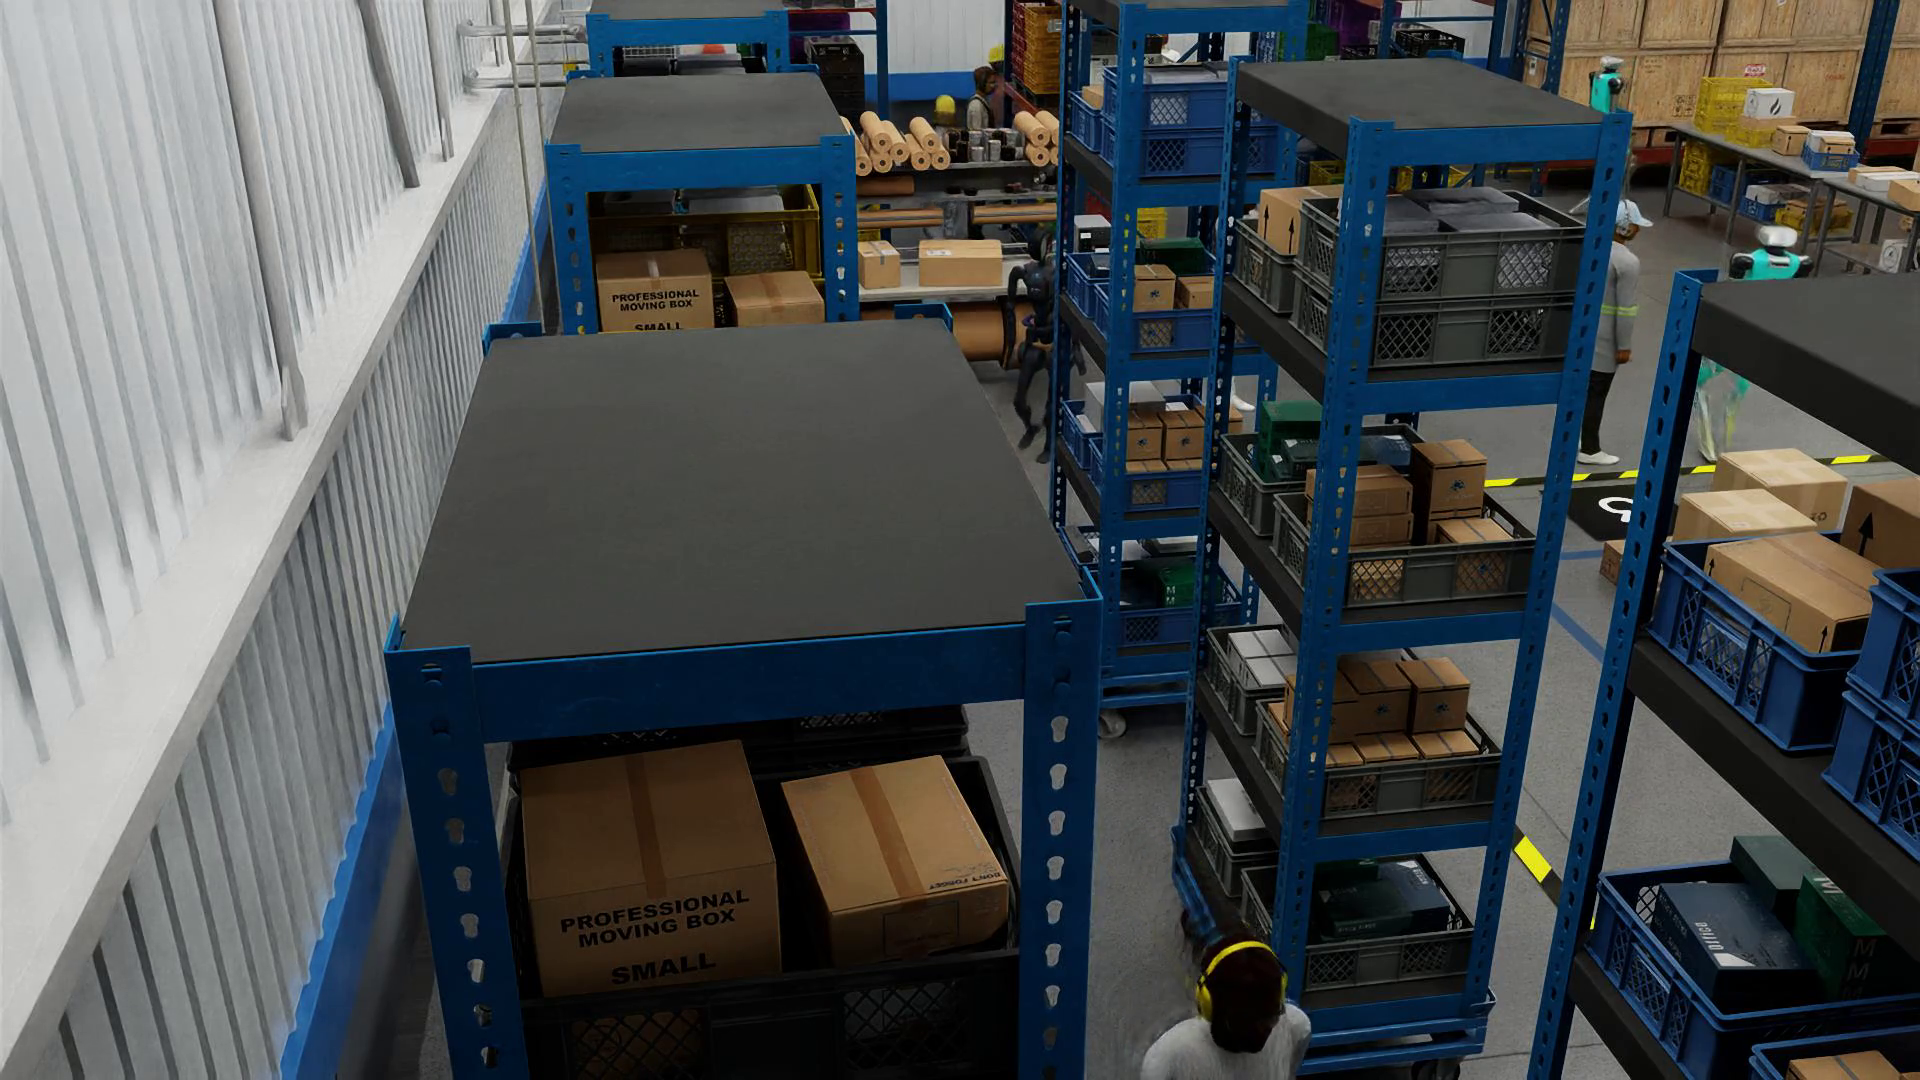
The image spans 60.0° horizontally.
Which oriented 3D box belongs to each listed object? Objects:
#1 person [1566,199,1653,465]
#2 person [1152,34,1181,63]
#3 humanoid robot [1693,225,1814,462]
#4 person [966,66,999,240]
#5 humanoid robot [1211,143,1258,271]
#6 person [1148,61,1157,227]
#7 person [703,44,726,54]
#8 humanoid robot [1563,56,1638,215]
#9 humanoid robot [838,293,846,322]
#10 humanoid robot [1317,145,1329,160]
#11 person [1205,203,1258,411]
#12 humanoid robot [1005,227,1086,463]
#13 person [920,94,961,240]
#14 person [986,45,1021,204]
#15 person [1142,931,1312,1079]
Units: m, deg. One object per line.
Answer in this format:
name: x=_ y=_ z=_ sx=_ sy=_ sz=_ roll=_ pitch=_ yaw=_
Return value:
person: x=4.462 y=-1.437 z=11.531 sx=0.396 sy=1.849 sz=0.587 roll=-7 pitch=26 yaw=-15
person: x=2.309 y=-5.034 z=19.353 sx=0.562 sy=1.845 sz=0.389 roll=-16 pitch=29 yaw=-32
humanoid robot: x=5.360 y=-1.302 z=11.505 sx=0.543 sy=1.878 sz=0.758 roll=1 pitch=25 yaw=2
person: x=0.231 y=-3.820 z=16.724 sx=0.368 sy=1.838 sz=0.523 roll=1 pitch=25 yaw=3
humanoid robot: x=2.574 y=-3.332 z=15.942 sx=0.590 sy=1.645 sz=0.779 roll=3 pitch=25 yaw=7
person: x=1.949 y=-4.098 z=17.346 sx=0.653 sy=1.830 sz=0.438 roll=-11 pitch=27 yaw=-23
person: x=-2.498 y=-4.187 z=17.314 sx=0.611 sy=2.025 sz=0.439 roll=-3 pitch=25 yaw=-6
humanoid robot: x=7.174 y=-4.352 z=18.063 sx=1.025 sy=1.768 sz=0.535 roll=-4 pitch=25 yaw=-9
humanoid robot: x=-0.977 y=-1.129 z=11.125 sx=0.603 sy=1.636 sz=0.771 roll=-12 pitch=27 yaw=-24
humanoid robot: x=4.082 y=-4.483 z=18.373 sx=0.575 sy=1.635 sz=0.603 roll=1 pitch=25 yaw=2
person: x=2.054 y=-1.814 z=12.335 sx=0.328 sy=1.865 sz=0.518 roll=19 pitch=31 yaw=35
humanoid robot: x=0.601 y=-1.350 z=11.554 sx=0.615 sy=1.649 sz=0.331 roll=11 pitch=27 yaw=22
person: x=-0.165 y=-3.360 z=15.841 sx=0.504 sy=1.730 sz=0.351 roll=-10 pitch=27 yaw=-21
person: x=0.440 y=-4.610 z=18.544 sx=0.408 sy=1.755 sz=0.523 roll=-18 pitch=30 yaw=-34
person: x=0.696 y=1.822 z=4.489 sx=0.535 sy=1.813 sz=0.986 roll=-7 pitch=26 yaw=-15
